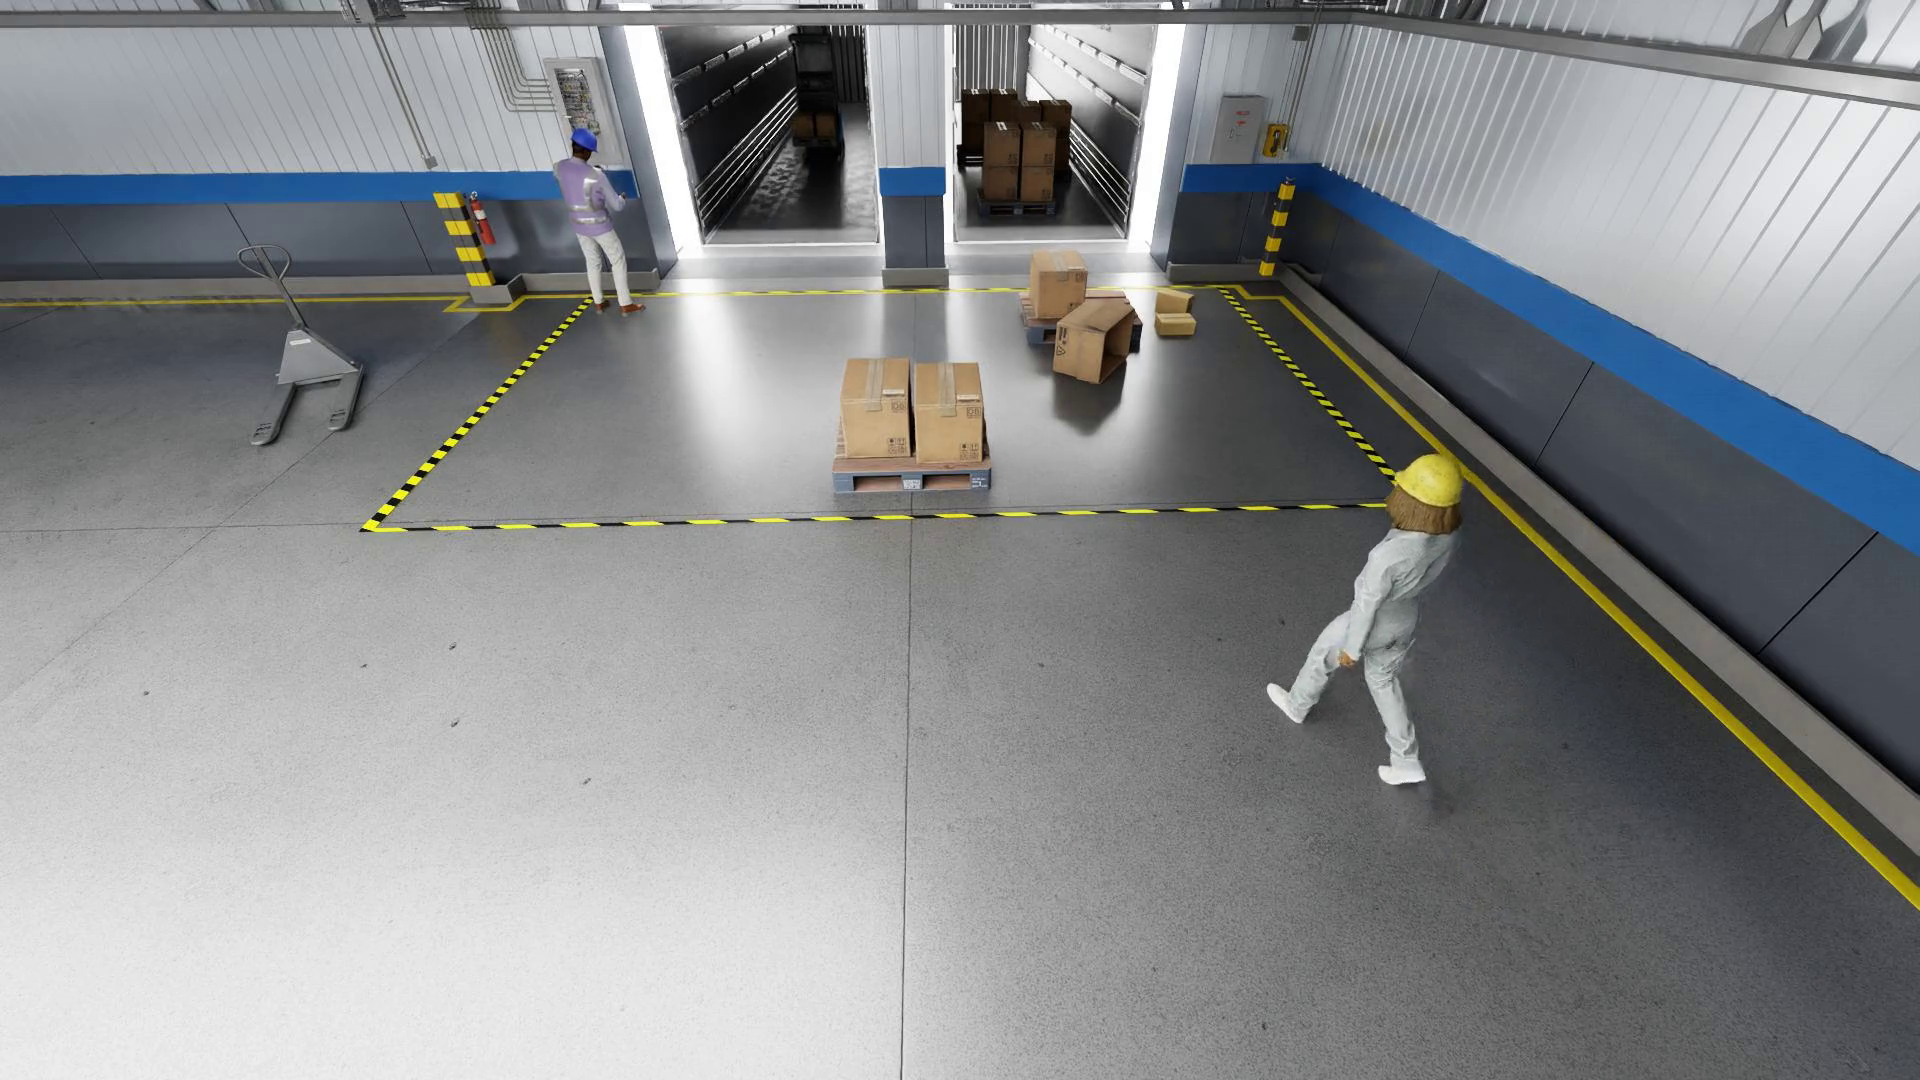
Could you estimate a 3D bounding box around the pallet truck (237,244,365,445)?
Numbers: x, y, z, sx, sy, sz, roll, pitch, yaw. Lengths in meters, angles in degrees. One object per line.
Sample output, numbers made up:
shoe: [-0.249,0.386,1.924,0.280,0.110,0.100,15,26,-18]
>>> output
pallet truck: [-5.915,-1.733,6.366,0.680,1.201,1.601,-18,42,-21]

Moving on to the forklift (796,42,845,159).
forklift: [-2.821,-8.973,14.847,0.716,2.013,0.776,-2,39,-2]

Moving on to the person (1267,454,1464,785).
person: [1.920,0.401,3.296,0.491,1.707,0.844,-14,41,-17]

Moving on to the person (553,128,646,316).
person: [-3.962,-3.479,8.054,0.782,1.879,0.725,7,39,9]
